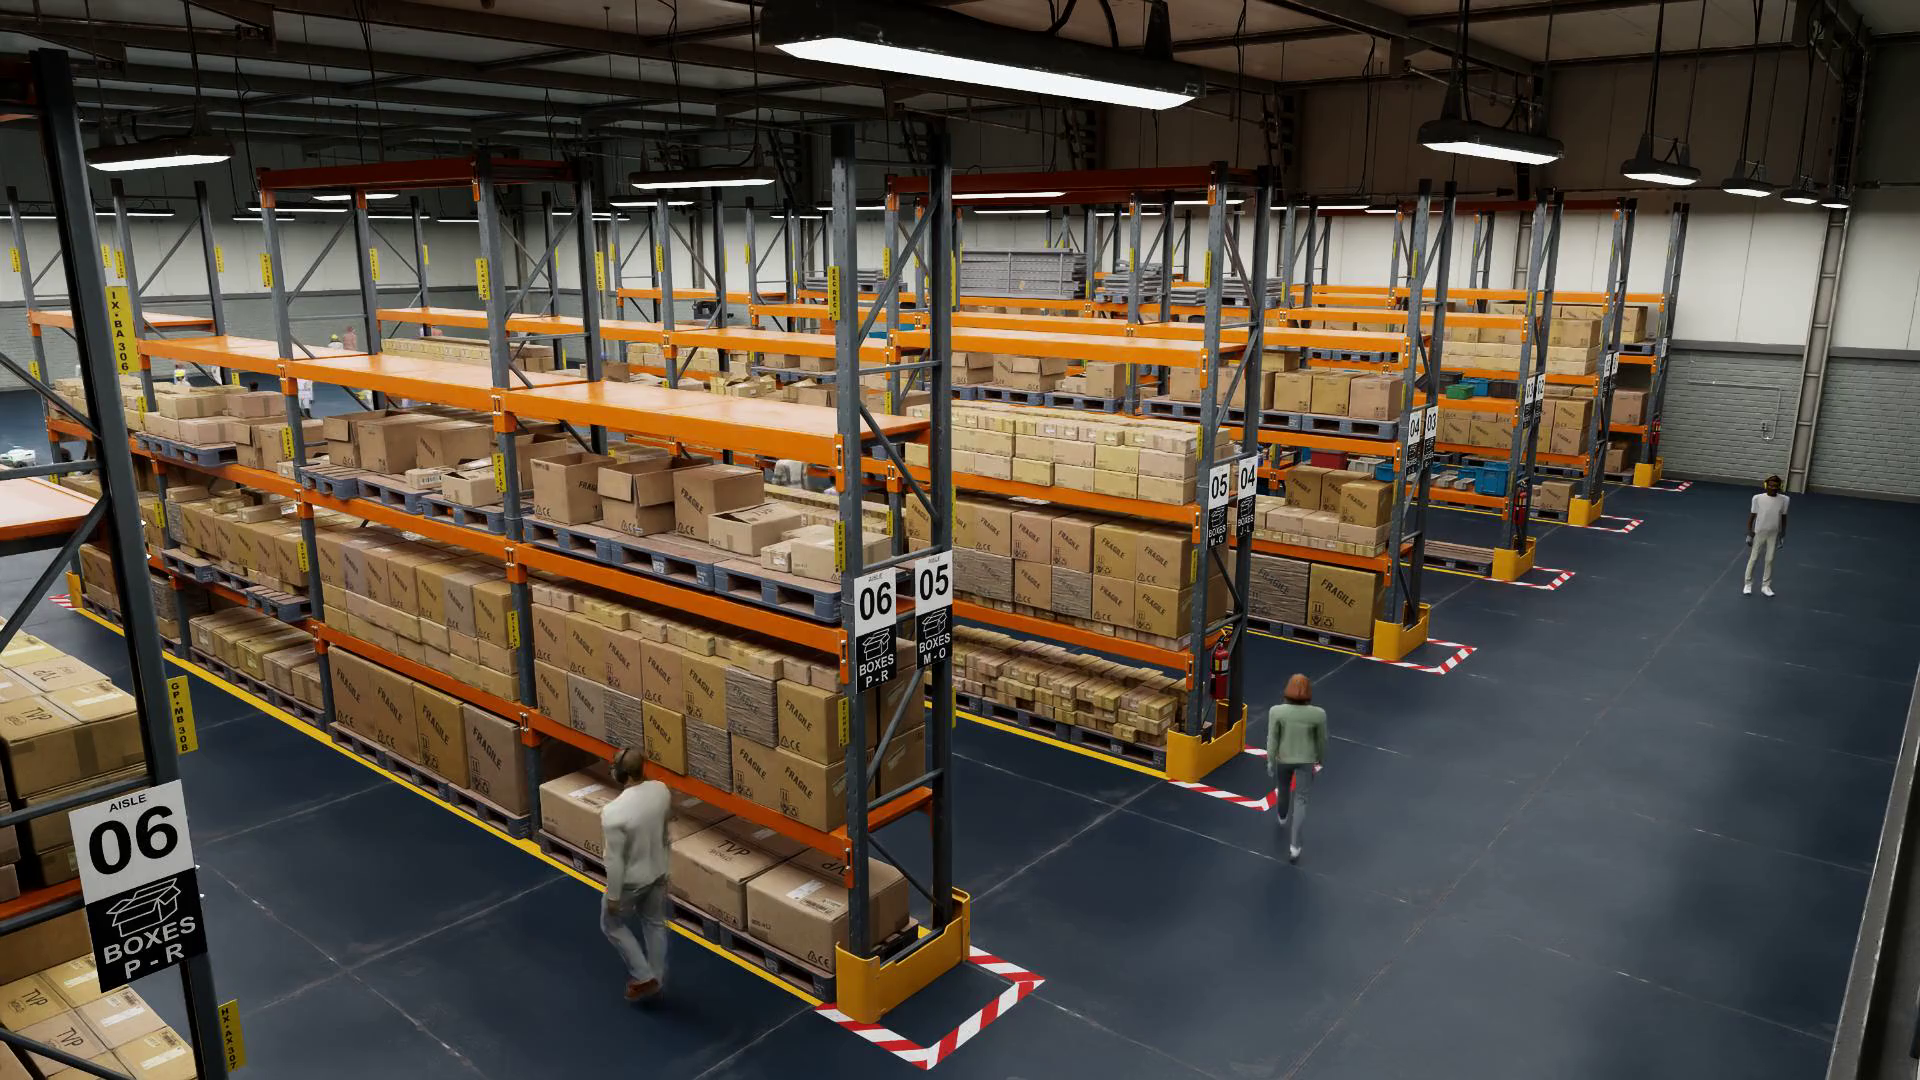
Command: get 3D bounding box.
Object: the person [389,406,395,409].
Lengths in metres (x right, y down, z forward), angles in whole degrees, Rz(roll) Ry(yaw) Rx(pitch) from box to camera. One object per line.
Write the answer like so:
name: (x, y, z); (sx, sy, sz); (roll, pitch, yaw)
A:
person: (-14.649, -3.277, 32.351); (0.932, 1.804, 0.618); (-9, 17, -34)

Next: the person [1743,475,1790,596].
person: (12.214, -0.078, 19.084); (0.505, 1.864, 0.337); (4, 14, 17)

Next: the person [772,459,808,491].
person: (-2.952, -0.786, 21.727); (1.073, 1.987, 0.629); (12, 18, 41)

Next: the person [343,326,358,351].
person: (-23.882, -7.466, 49.480); (0.651, 1.858, 0.987); (4, 14, 17)

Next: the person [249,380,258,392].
person: (-17.157, -2.961, 30.833); (0.377, 1.914, 0.589); (8, 16, 31)

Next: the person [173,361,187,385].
person: (-23.735, -4.672, 38.467); (0.633, 1.617, 0.525); (0, 14, 1)

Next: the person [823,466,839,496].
person: (-1.939, -0.257, 19.762); (0.563, 1.886, 0.986); (-13, 19, -43)

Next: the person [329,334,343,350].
person: (-23.304, -6.824, 47.098); (0.512, 1.713, 0.738); (-6, 15, -24)

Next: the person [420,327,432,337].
person: (-21.801, -8.100, 51.735); (0.638, 2.020, 0.480); (-7, 15, -28)

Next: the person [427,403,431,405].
person: (-16.310, -4.969, 38.910); (0.396, 1.992, 0.623); (7, 15, 25)

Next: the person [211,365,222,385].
person: (-25.208, -5.832, 42.581); (0.372, 1.940, 0.627); (-9, 16, -31)

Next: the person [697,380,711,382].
person: (-7.221, -3.972, 35.244); (0.930, 1.778, 0.617); (8, 16, 29)

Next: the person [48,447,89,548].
person: (-15.273, -0.679, 21.627); (0.634, 1.812, 0.767); (-6, 15, -25)

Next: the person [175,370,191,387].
person: (-21.366, -3.841, 34.790); (0.535, 1.741, 0.725); (6, 15, 24)

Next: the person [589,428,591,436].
person: (-8.357, -2.368, 28.720); (0.399, 1.750, 0.545); (-7, 15, -26)

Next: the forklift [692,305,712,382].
forklift: (-9.511, -7.392, 47.124); (1.873, 2.768, 1.129); (11, 17, 38)

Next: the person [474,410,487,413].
person: (-12.221, -3.231, 32.479); (0.771, 1.645, 0.535); (12, 18, 40)

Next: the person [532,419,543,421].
person: (-11.256, -3.573, 33.432); (0.596, 1.865, 0.504); (-8, 16, -30)

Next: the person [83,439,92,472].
person: (-19.941, -2.490, 28.967); (1.010, 1.883, 0.567); (5, 14, 18)

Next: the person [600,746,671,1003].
person: (-2.291, 2.365, 8.886); (0.443, 1.925, 0.657); (7, 15, 27)

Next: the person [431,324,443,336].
person: (-21.023, -7.794, 50.531); (0.610, 1.995, 0.375); (-5, 14, -18)

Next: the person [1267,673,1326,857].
person: (3.000, 1.959, 11.273); (0.503, 1.583, 0.889); (4, 14, 15)

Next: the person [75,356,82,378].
person: (-27.874, -5.045, 40.052); (0.776, 1.598, 0.540); (5, 14, 18)

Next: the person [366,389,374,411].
person: (-16.238, -3.958, 34.935); (0.535, 1.902, 0.731); (-4, 14, -16)

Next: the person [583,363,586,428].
person: (-10.418, -4.158, 35.693); (1.017, 1.938, 0.646); (0, 14, -1)

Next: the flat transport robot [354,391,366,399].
flat transport robot: (-19.520, -4.898, 42.302); (1.431, 0.197, 0.652); (-3, 14, -12)

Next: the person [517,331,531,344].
person: (-19.155, -8.953, 55.484); (0.646, 1.907, 0.401); (5, 14, 18)

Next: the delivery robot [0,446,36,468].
delivery robot: (-21.954, -1.937, 29.335); (0.477, 0.478, 0.707); (1, 14, 5)

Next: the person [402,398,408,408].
person: (-17.043, -4.805, 38.574); (0.637, 1.847, 0.917); (-4, 14, -18)

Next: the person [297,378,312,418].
person: (-18.208, -3.960, 34.890); (0.555, 1.924, 0.416); (0, 14, 2)

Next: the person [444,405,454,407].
person: (-12.109, -2.804, 30.304); (0.602, 1.846, 0.906); (-9, 16, -32)
